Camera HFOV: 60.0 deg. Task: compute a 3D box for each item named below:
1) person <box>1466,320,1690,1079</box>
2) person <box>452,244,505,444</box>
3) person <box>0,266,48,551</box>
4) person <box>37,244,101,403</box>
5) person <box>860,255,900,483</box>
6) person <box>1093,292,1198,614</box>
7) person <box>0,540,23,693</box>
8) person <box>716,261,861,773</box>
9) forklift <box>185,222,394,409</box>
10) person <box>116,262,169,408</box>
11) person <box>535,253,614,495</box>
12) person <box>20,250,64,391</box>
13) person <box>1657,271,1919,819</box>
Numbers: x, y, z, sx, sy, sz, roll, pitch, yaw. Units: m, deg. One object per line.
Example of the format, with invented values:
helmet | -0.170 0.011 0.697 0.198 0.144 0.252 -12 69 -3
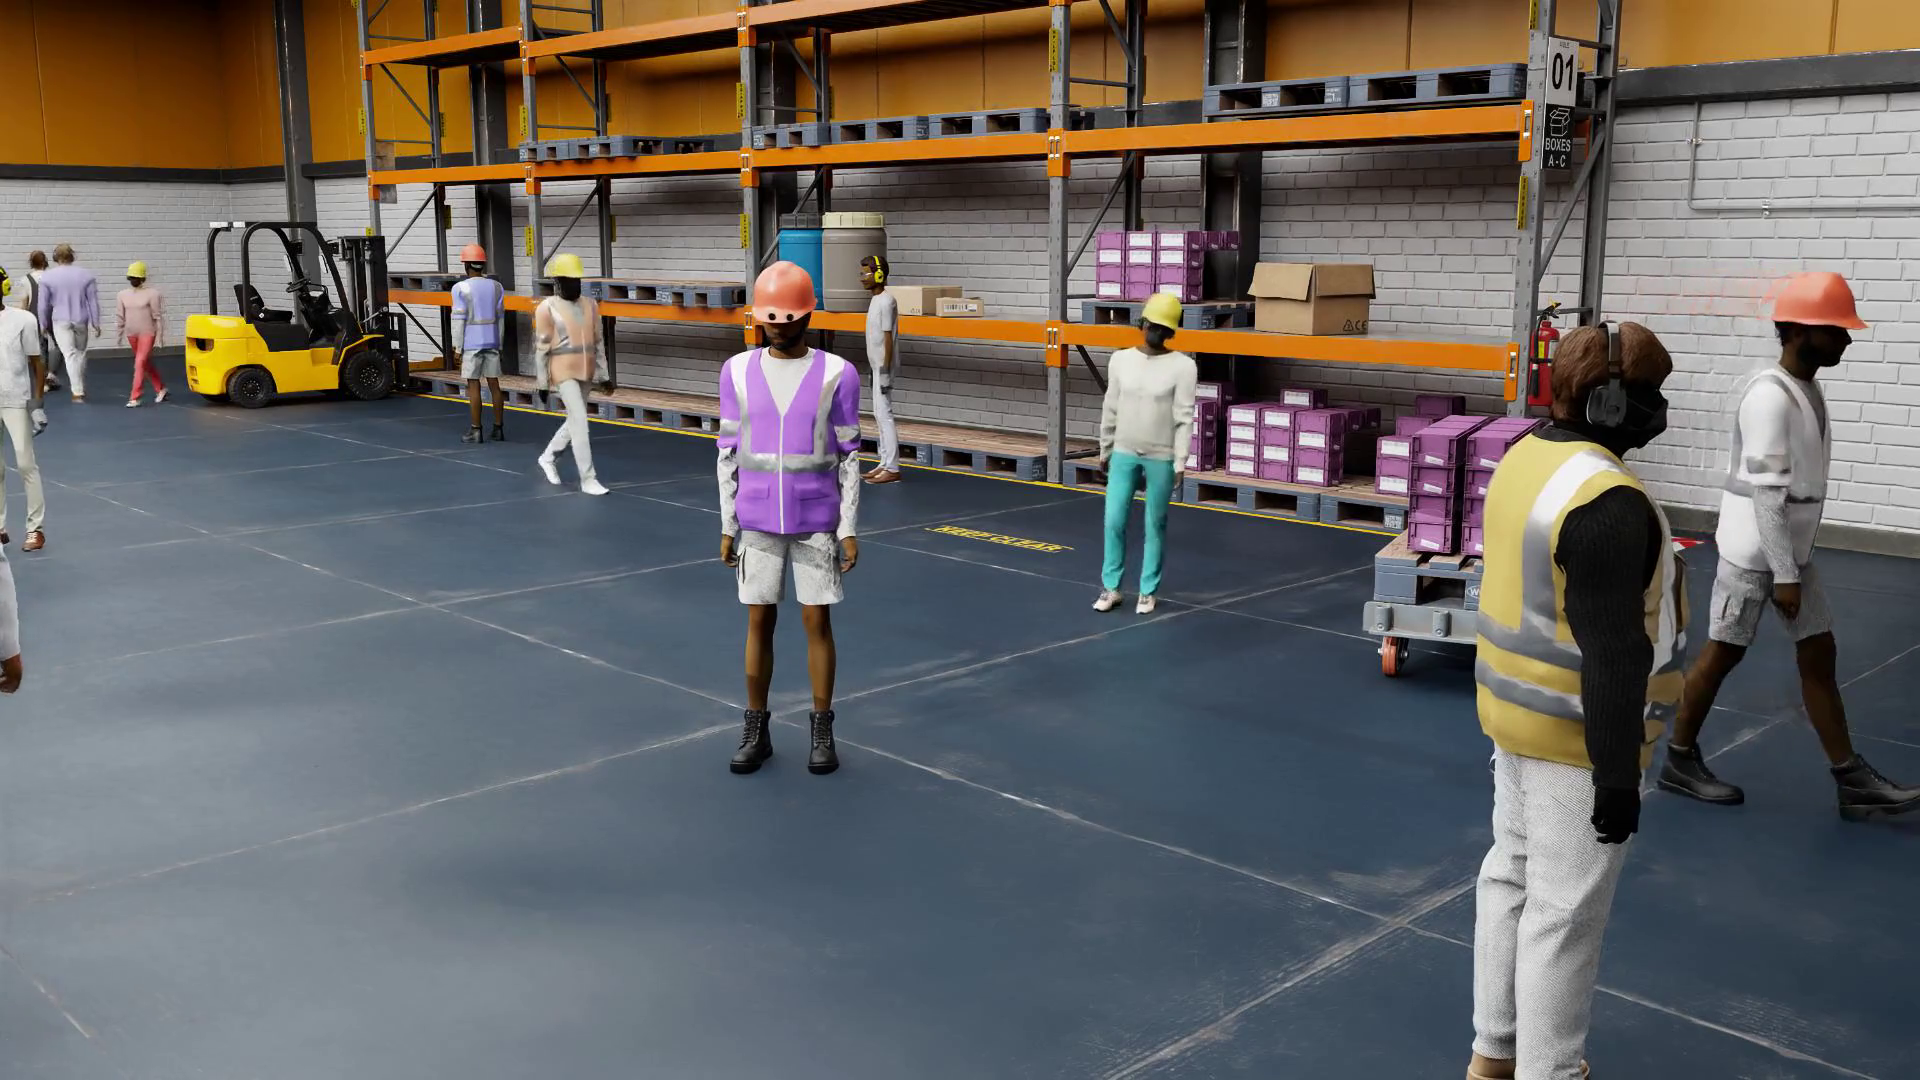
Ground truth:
person | 1.372 0.437 3.706 0.429 1.842 0.633 0 10 0
person | -4.700 -1.909 16.233 0.354 1.939 0.545 10 14 42
person | -6.122 -0.847 10.651 0.519 1.865 0.335 -1 10 -3
person | -10.919 -2.642 20.332 0.656 1.896 0.957 -9 14 -42
person | -0.657 -1.394 13.648 0.325 1.862 0.514 -2 11 -13
person | 0.994 -0.442 8.801 0.559 1.731 0.470 5 12 26
person | -2.970 0.289 4.613 0.799 1.808 0.623 10 14 43
person | -0.644 -0.071 6.243 0.543 1.928 0.372 1 10 3
forklift | -8.169 -2.758 20.163 2.313 2.155 1.214 -10 14 -44
person | -9.770 -2.461 19.873 0.547 1.713 0.937 1 10 7
person | -3.117 -1.327 13.199 0.922 1.892 0.588 7 12 33
person | -11.867 -2.839 21.606 0.535 1.827 0.402 -1 10 -7
person | 2.901 0.044 5.700 0.946 1.890 0.568 10 14 43
